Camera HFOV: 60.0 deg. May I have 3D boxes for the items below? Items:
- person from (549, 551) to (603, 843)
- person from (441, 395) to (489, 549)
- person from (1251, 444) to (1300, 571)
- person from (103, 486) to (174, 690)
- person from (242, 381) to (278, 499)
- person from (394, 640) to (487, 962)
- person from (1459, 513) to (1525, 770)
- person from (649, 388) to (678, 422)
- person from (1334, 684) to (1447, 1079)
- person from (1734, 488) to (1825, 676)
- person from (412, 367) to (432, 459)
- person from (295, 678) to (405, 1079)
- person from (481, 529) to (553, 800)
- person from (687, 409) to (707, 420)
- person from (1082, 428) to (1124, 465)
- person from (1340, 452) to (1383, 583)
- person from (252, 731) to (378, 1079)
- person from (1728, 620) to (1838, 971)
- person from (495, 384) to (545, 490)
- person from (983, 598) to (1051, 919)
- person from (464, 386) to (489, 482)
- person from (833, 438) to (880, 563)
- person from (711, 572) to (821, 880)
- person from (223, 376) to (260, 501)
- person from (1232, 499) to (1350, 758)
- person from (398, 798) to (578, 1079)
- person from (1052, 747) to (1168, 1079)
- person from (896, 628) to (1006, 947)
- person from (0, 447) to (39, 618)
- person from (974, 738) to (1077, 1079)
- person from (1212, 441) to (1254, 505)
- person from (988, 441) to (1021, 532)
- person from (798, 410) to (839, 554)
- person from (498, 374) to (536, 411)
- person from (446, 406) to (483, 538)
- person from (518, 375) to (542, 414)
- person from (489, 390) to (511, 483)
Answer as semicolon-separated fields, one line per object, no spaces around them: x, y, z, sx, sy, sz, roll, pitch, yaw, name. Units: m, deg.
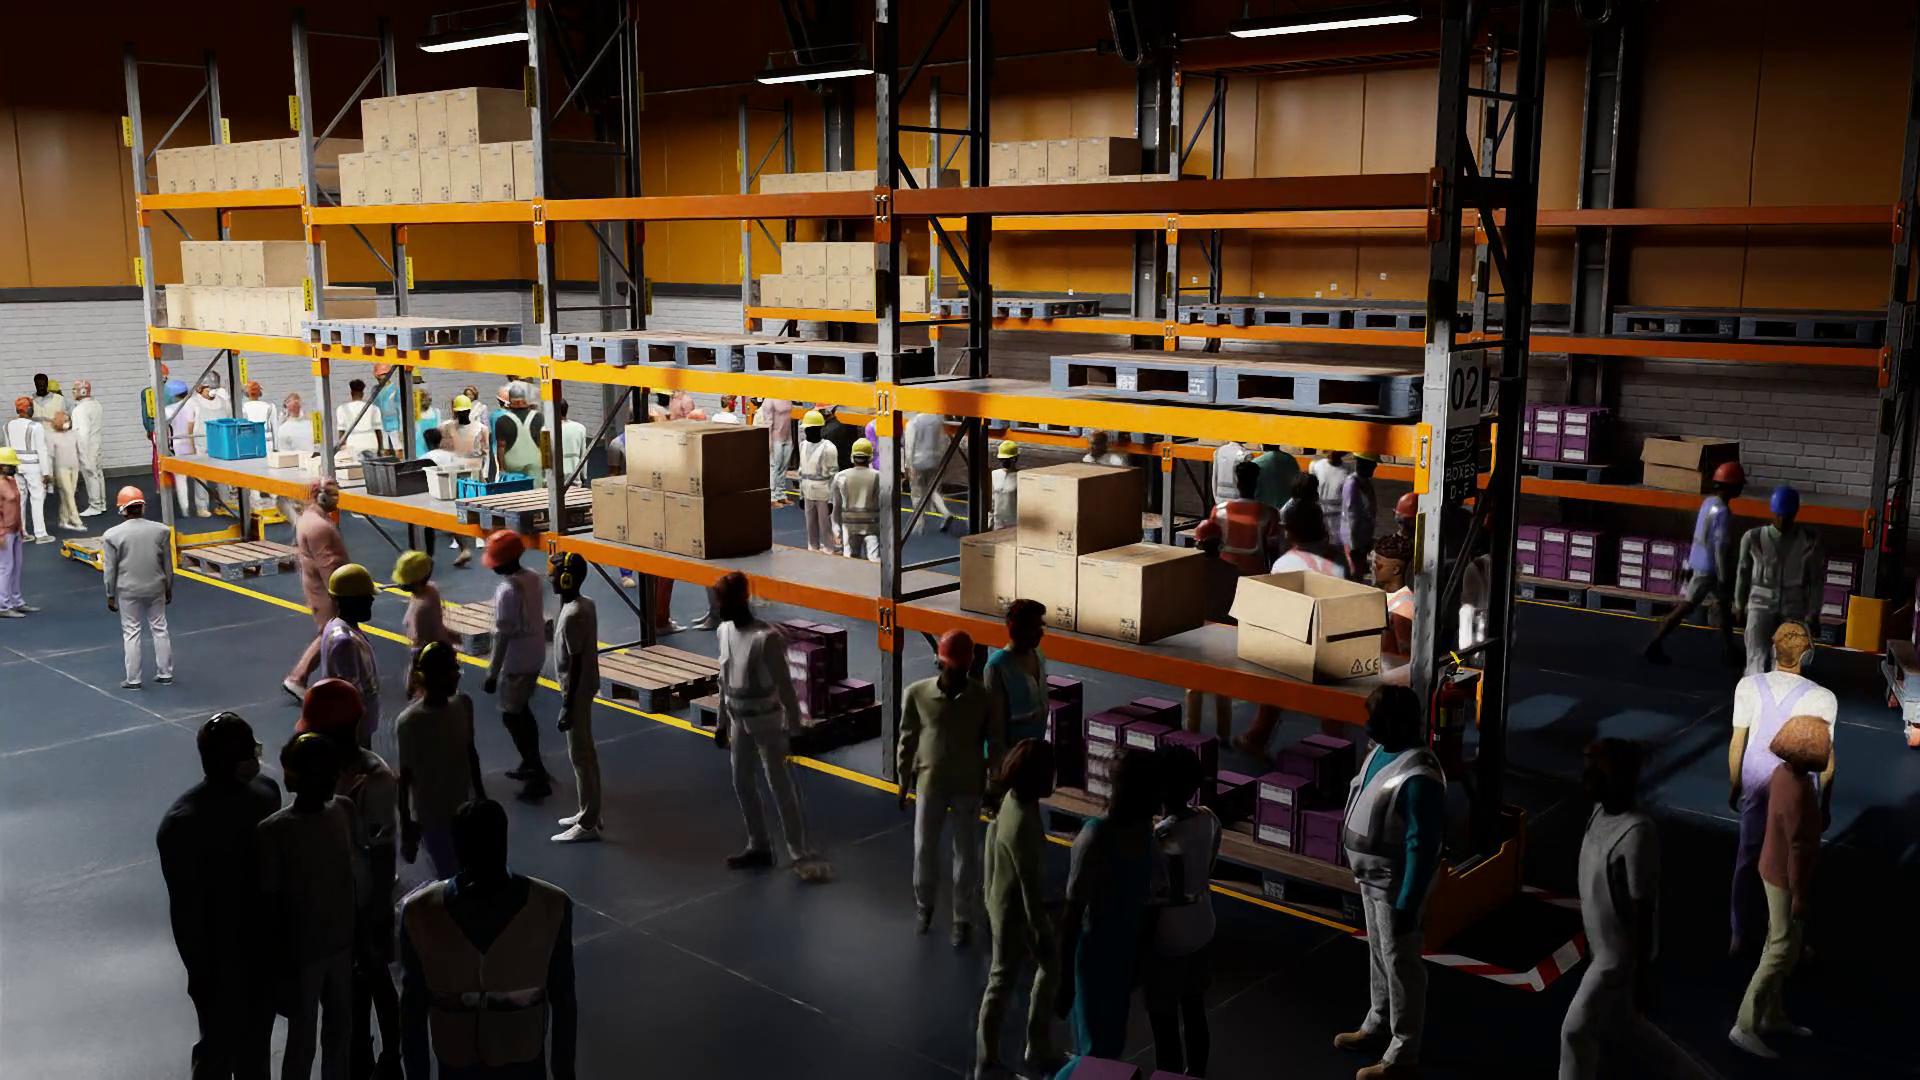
-2.459;0.994;10.564;0.330;1.870;0.548;0;10;-3;person
-6.178;-0.848;20.803;0.587;1.928;0.363;-1;10;-7;person
3.238;-0.229;17.308;0.629;1.930;0.359;-6;12;-30;person
-7.026;0.406;14.234;0.350;1.744;0.566;10;14;43;person
-9.897;-1.293;23.447;0.574;1.883;0.361;-7;12;-33;person
-2.681;1.383;8.436;0.745;1.849;0.522;4;11;22;person
3.823;0.740;12.015;0.602;1.877;0.406;-5;11;-27;person
-4.232;-1.325;23.576;0.809;1.902;0.595;7;12;35;person
1.945;1.546;7.531;0.430;1.839;0.619;0;10;-1;person
6.350;0.559;12.888;0.611;1.920;0.793;4;11;20;person
-9.180;-2.058;28.165;0.484;1.745;0.298;-8;13;-36;person
-2.690;1.539;7.314;0.543;1.929;0.385;7;12;36;person
-3.013;0.827;11.471;0.542;1.889;0.601;2;10;10;person
-3.283;-0.776;20.888;0.342;1.750;0.568;2;10;13;person
1.429;-0.245;17.527;0.627;1.877;0.675;-5;11;-26;person
3.869;-0.009;16.077;0.372;1.922;0.585;4;11;24;person
-2.573;1.675;6.707;0.329;1.872;0.509;4;11;23;person
4.302;1.328;8.733;0.509;1.844;0.329;10;14;43;person
-5.640;-1.022;21.468;0.691;2.000;0.864;-5;11;-28;person
0.302;1.224;9.331;0.373;1.840;0.571;5;11;28;person
-7.512;-1.564;25.701;0.519;1.633;0.314;2;10;13;person
-0.998;-0.127;17.000;0.600;1.829;0.404;0;10;-1;person
-1.159;1.111;9.955;0.755;1.858;0.407;9;14;42;person
-10.582;-1.450;24.376;0.683;1.890;0.486;7;12;34;person
2.461;0.655;11.990;0.683;2.000;0.978;-4;11;-22;person
-1.629;1.812;5.781;0.597;1.921;0.382;-2;10;-10;person
0.558;1.703;6.694;0.510;1.816;0.540;6;12;32;person
-0.050;1.326;9.032;0.599;1.737;0.371;0;10;-1;person
-9.668;-0.078;16.943;0.355;1.755;0.537;-2;10;-9;person
0.333;1.677;7.430;0.599;1.614;0.519;1;10;7;person
3.008;-0.387;18.142;0.405;1.945;0.615;-6;12;-32;person
0.512;-0.173;17.476;0.518;1.757;0.338;7;12;33;person
-1.628;-0.511;18.900;0.589;1.928;0.384;9;14;43;person
-7.111;-1.904;26.718;0.602;1.943;0.433;-9;14;-43;person
-6.438;-0.935;21.610;0.583;1.816;0.557;1;10;8;person
-7.281;-2.024;28.023;0.491;1.729;0.324;2;10;11;person
-6.473;-1.280;23.778;0.575;1.740;0.348;8;13;40;person
